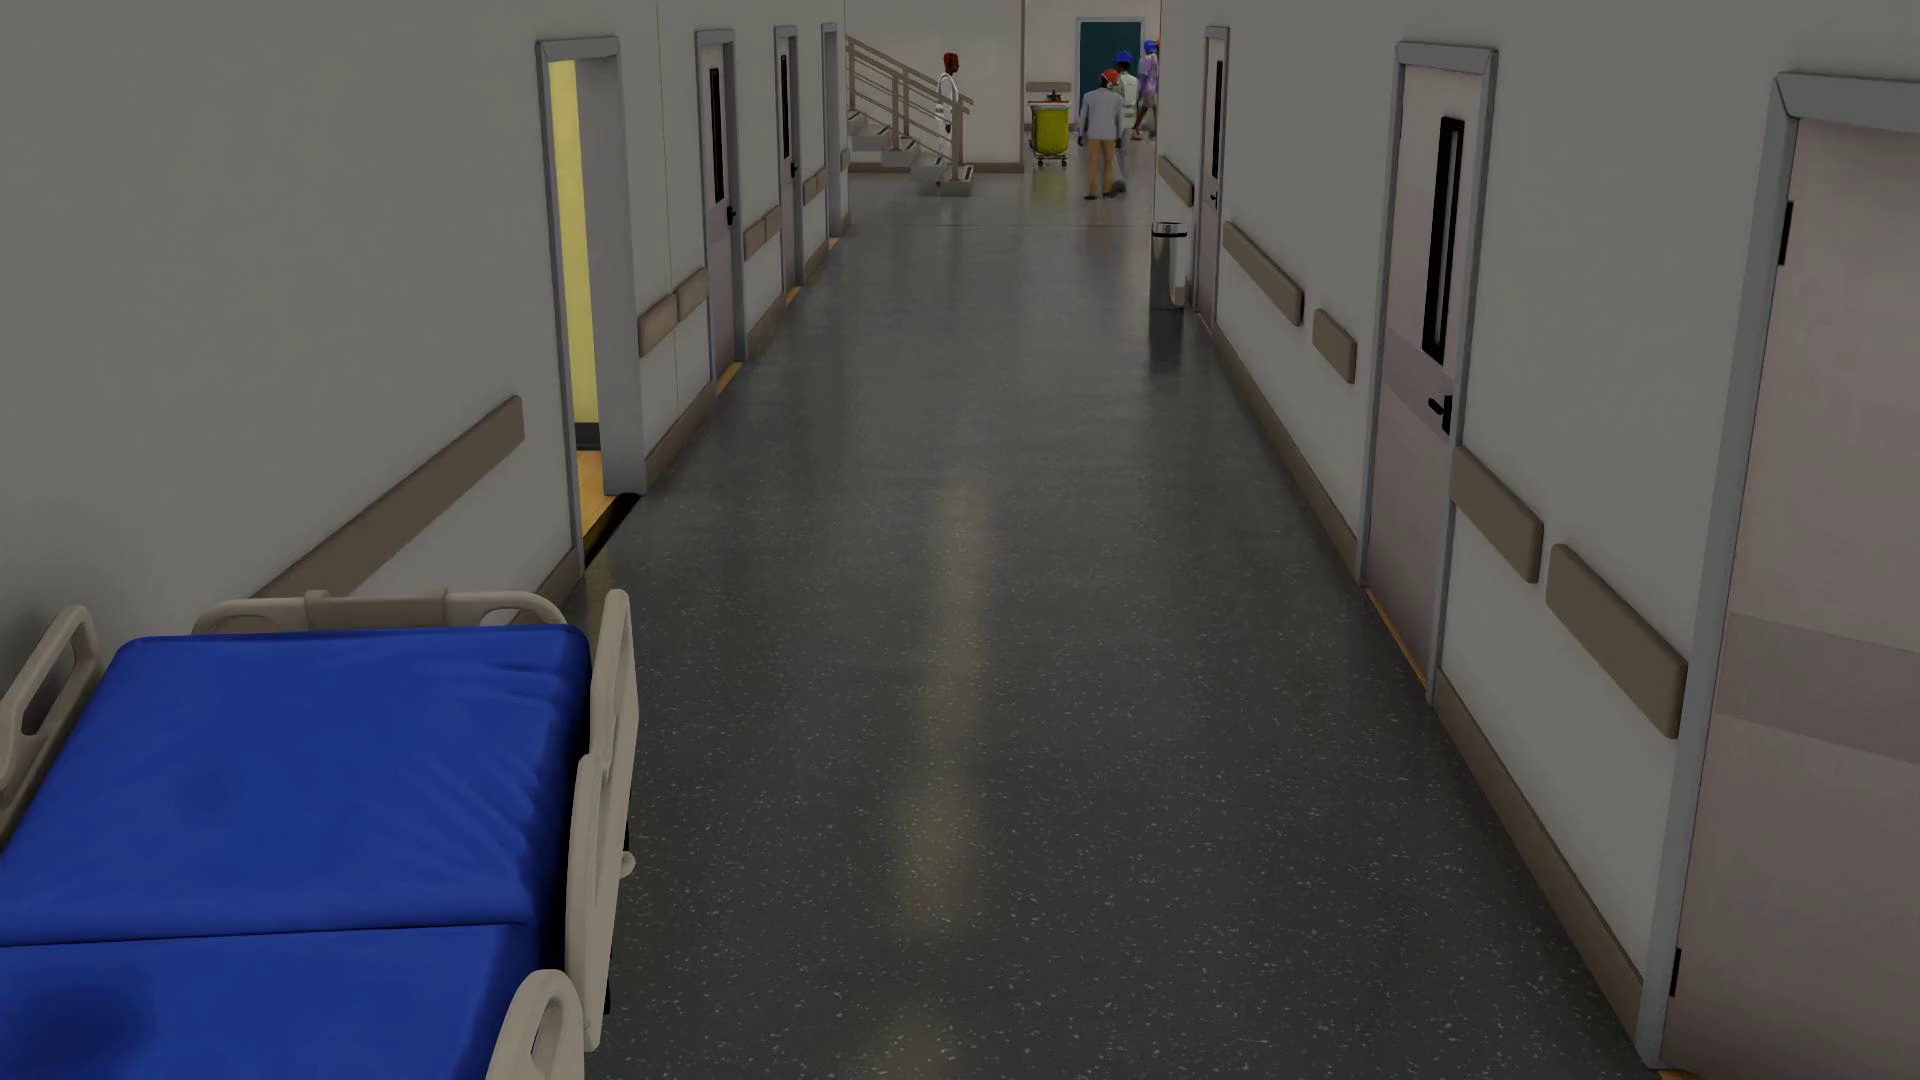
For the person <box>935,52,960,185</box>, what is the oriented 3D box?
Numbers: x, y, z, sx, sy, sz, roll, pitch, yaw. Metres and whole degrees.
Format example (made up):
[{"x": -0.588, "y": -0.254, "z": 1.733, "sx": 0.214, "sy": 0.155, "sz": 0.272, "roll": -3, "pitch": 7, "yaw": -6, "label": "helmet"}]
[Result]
[{"x": -0.185, "y": -6.121, "z": 24.204, "sx": 0.356, "sy": 1.875, "sz": 0.575, "roll": 0, "pitch": 18, "yaw": 0, "label": "person"}]

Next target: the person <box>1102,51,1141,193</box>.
[{"x": 2.235, "y": -5.749, "z": 22.991, "sx": 0.696, "sy": 1.919, "sz": 0.465, "roll": -17, "pitch": 24, "yaw": -42, "label": "person"}]

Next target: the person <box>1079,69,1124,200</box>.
[{"x": 1.898, "y": -5.419, "z": 22.274, "sx": 0.611, "sy": 1.712, "sz": 0.430, "roll": -1, "pitch": 18, "yaw": -2, "label": "person"}]
